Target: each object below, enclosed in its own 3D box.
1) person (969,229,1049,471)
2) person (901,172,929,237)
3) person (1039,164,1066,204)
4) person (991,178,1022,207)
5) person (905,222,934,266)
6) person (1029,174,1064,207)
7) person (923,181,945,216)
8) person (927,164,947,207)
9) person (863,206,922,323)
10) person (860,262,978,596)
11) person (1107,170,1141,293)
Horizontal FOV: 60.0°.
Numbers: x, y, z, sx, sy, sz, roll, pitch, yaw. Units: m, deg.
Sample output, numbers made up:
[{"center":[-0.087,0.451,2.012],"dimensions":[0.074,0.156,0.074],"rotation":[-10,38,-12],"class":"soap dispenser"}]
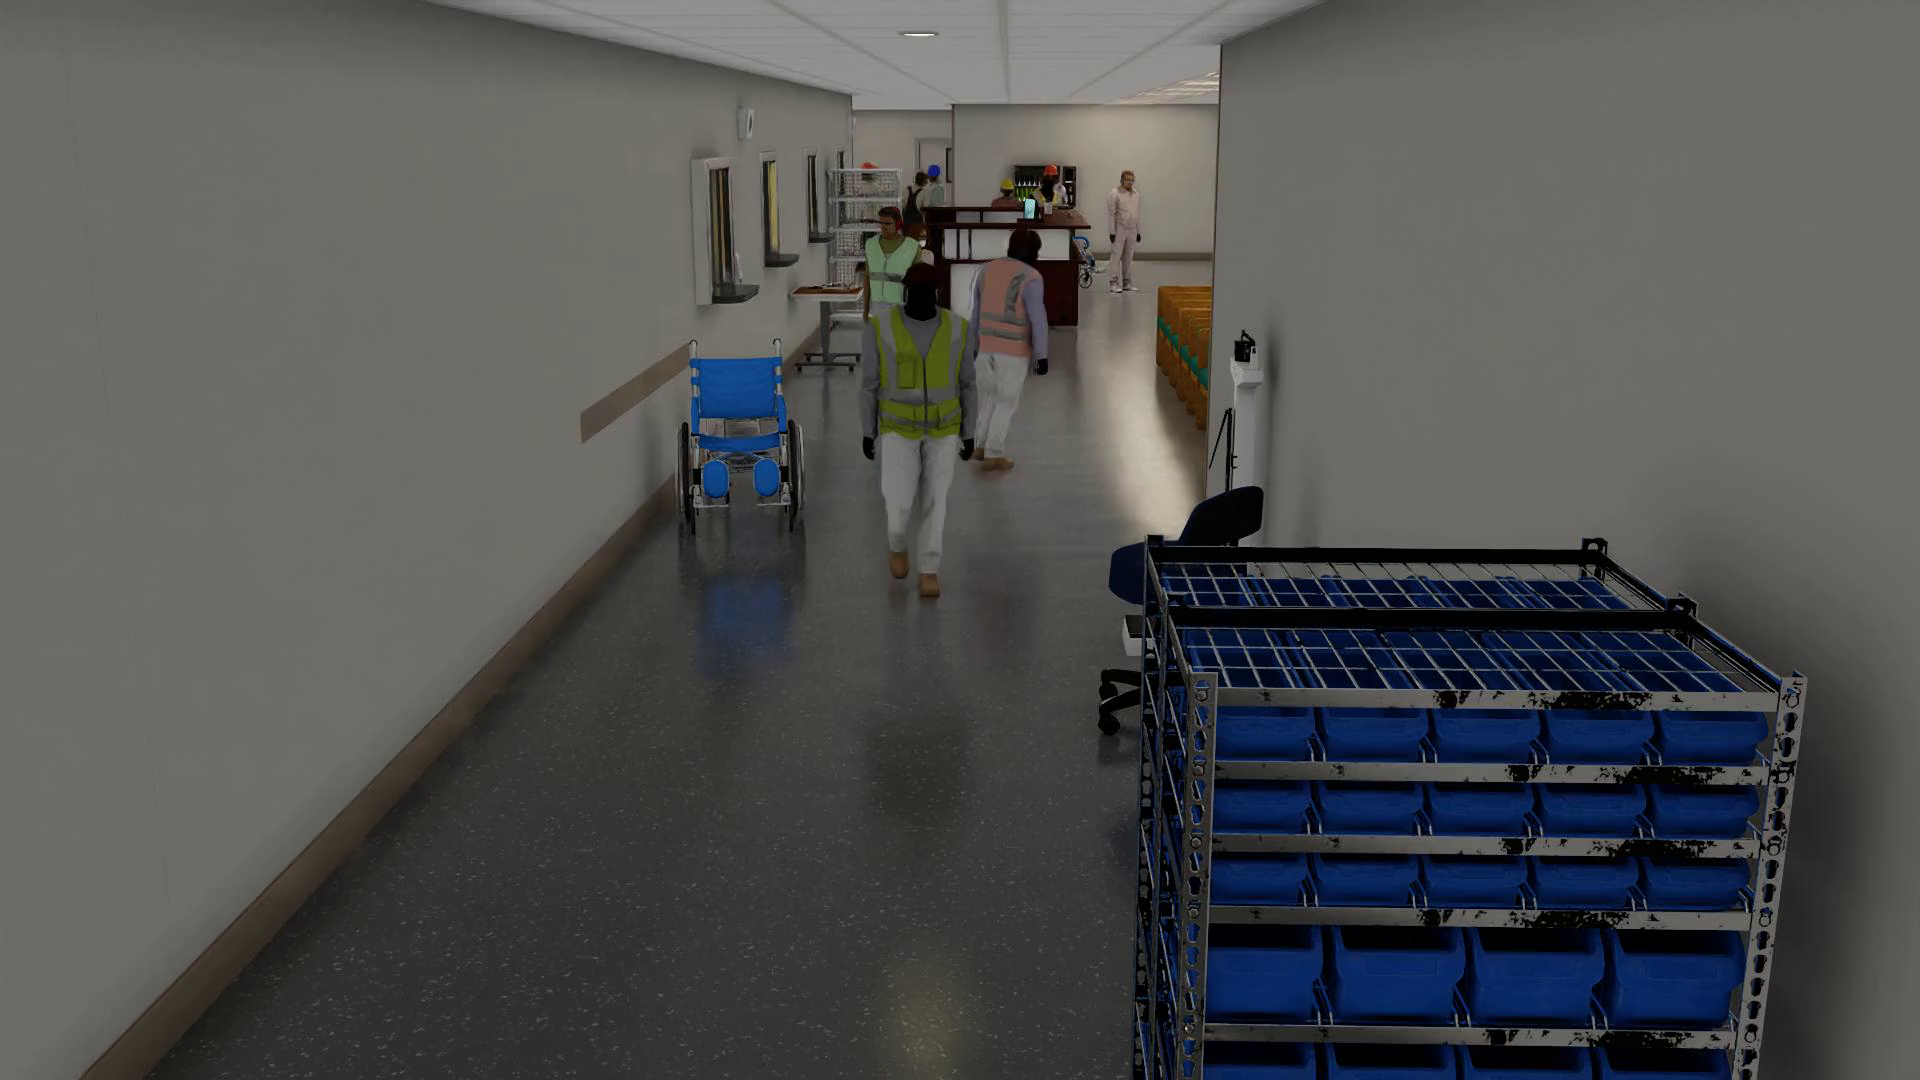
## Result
[{"center":[0.354,-1.417,12.468],"dimensions":[0.508,1.805,0.645],"rotation":[-11,18,-38],"class":"person"},{"center":[-0.836,-5.579,29.366],"dimensions":[0.652,1.809,0.348],"rotation":[6,15,22],"class":"person"},{"center":[1.614,-5.699,29.594],"dimensions":[0.549,1.928,0.389],"rotation":[8,16,31],"class":"person"},{"center":[0.776,-4.992,27.069],"dimensions":[0.550,1.762,0.363],"rotation":[-6,15,-22],"class":"person"},{"center":[-0.429,-2.348,16.595],"dimensions":[0.281,1.633,0.499],"rotation":[13,19,43],"class":"person"},{"center":[1.409,-5.002,26.972],"dimensions":[0.649,1.834,0.432],"rotation":[-4,14,-15],"class":"person"},{"center":[-0.584,-7.113,35.742],"dimensions":[0.538,1.712,0.895],"rotation":[-1,14,-5],"class":"person"},{"center":[-0.415,-5.943,30.626],"dimensions":[0.501,1.921,0.741],"rotation":[-2,14,-6],"class":"person"},{"center":[-0.626,-2.169,15.453],"dimensions":[0.563,1.837,0.388],"rotation":[4,14,17],"class":"person"},{"center":[-0.218,-0.603,9.105],"dimensions":[0.651,1.829,0.445],"rotation":[-3,14,-11],"class":"person"},{"center":[2.617,-4.875,26.304],"dimensions":[0.639,1.901,0.406],"rotation":[-10,17,-36],"class":"person"}]
